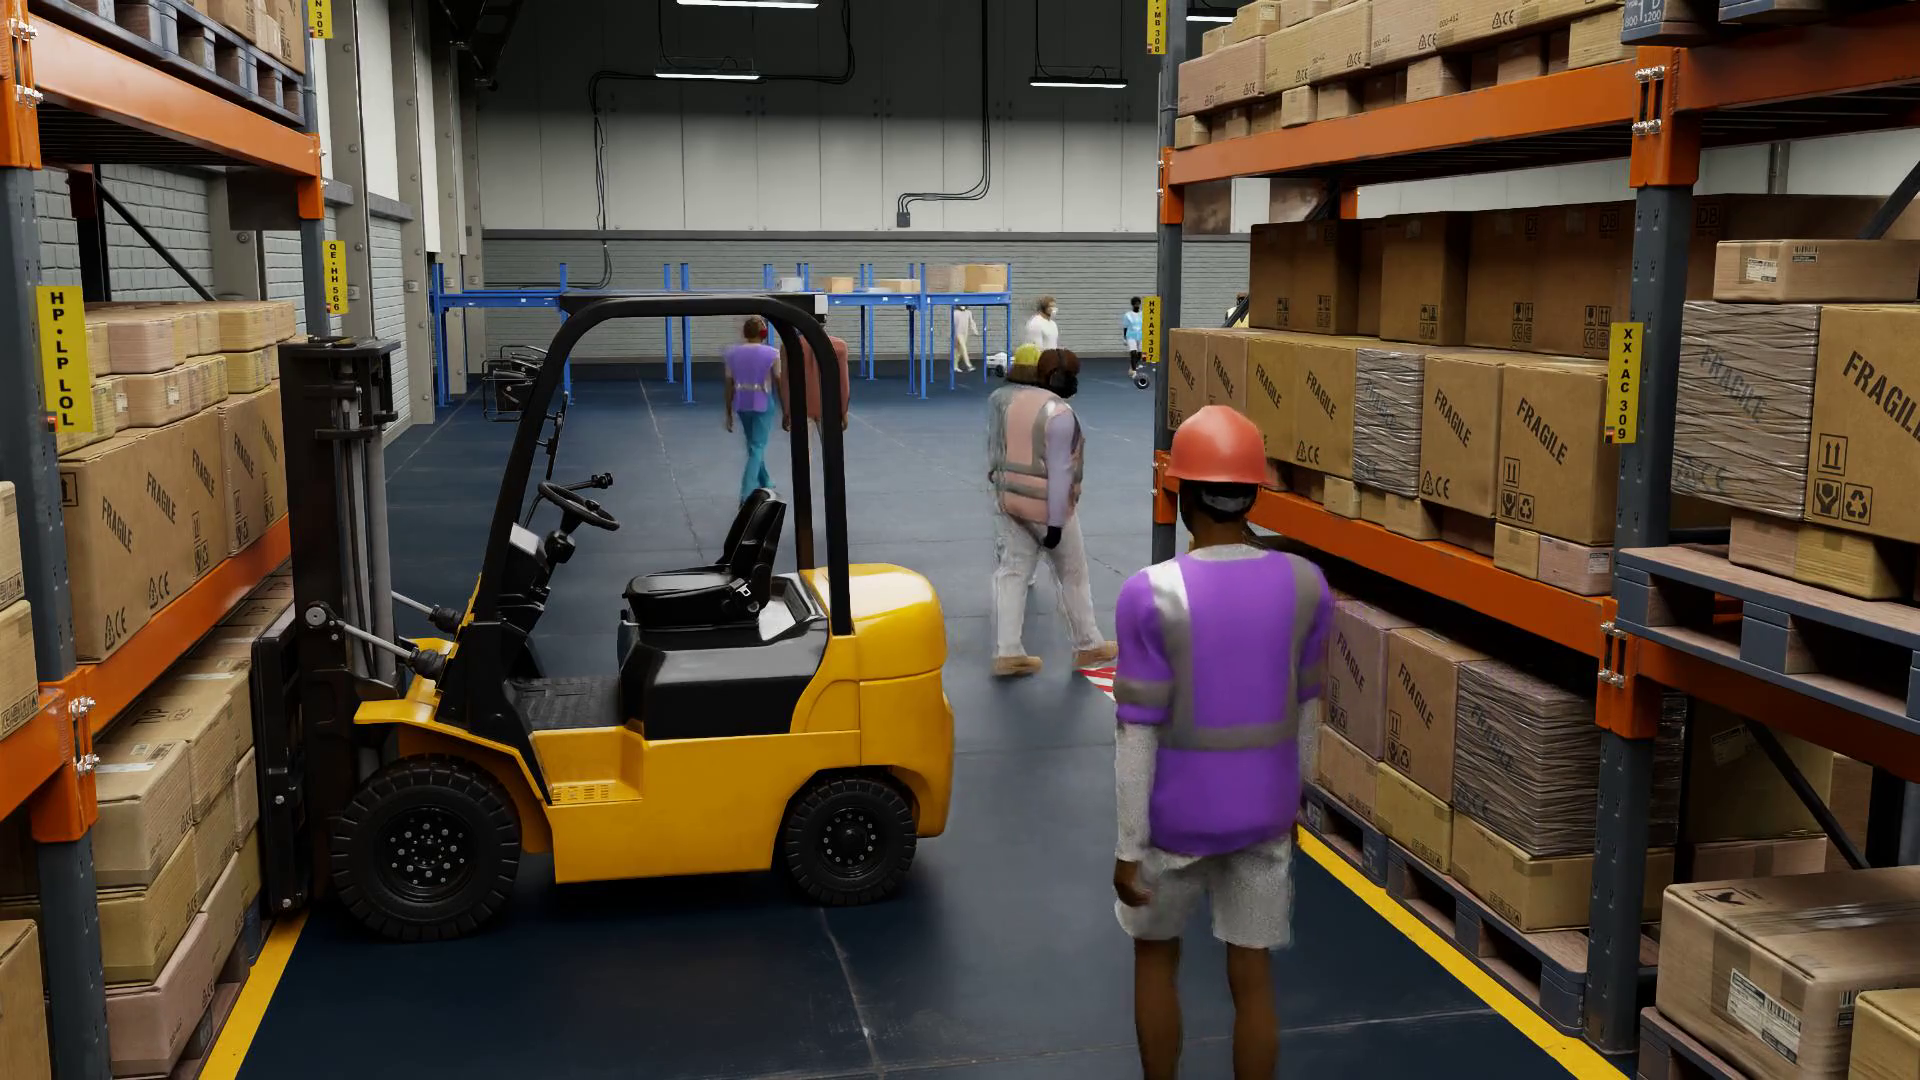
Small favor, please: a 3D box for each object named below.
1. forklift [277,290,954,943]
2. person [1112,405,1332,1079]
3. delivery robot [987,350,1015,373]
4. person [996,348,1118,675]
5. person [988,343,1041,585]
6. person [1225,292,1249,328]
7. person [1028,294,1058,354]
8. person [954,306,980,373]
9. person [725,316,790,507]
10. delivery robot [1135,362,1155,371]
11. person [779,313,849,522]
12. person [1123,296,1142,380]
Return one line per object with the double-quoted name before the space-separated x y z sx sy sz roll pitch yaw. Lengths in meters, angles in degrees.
"forklift" -1.179 0.175 6.143 2.313 2.155 1.214 -2 10 -12
"person" 0.598 0.634 4.042 0.553 1.931 0.463 -2 10 -12
"delivery robot" 0.871 -3.693 34.418 0.477 0.478 0.707 -6 11 -33
"person" 0.560 -0.166 9.278 0.877 1.796 0.616 -6 11 -32
"person" 0.430 -0.508 11.607 0.498 1.721 0.682 1 9 6
"person" 4.666 -3.184 27.559 0.621 1.845 0.429 2 10 13
"person" 1.013 -2.214 21.466 0.881 1.911 0.633 6 11 33
"person" 0.072 -4.350 35.427 0.824 1.571 0.517 9 13 43
"person" -1.919 -1.213 15.710 0.573 1.790 1.027 3 10 19
"delivery robot" 3.639 -3.281 31.121 0.698 0.223 0.335 0 9 1
"person" -1.283 -1.145 14.672 0.612 1.991 0.392 -1 9 -7
"person" 3.510 -4.070 33.435 0.539 1.673 0.604 -2 10 -13
